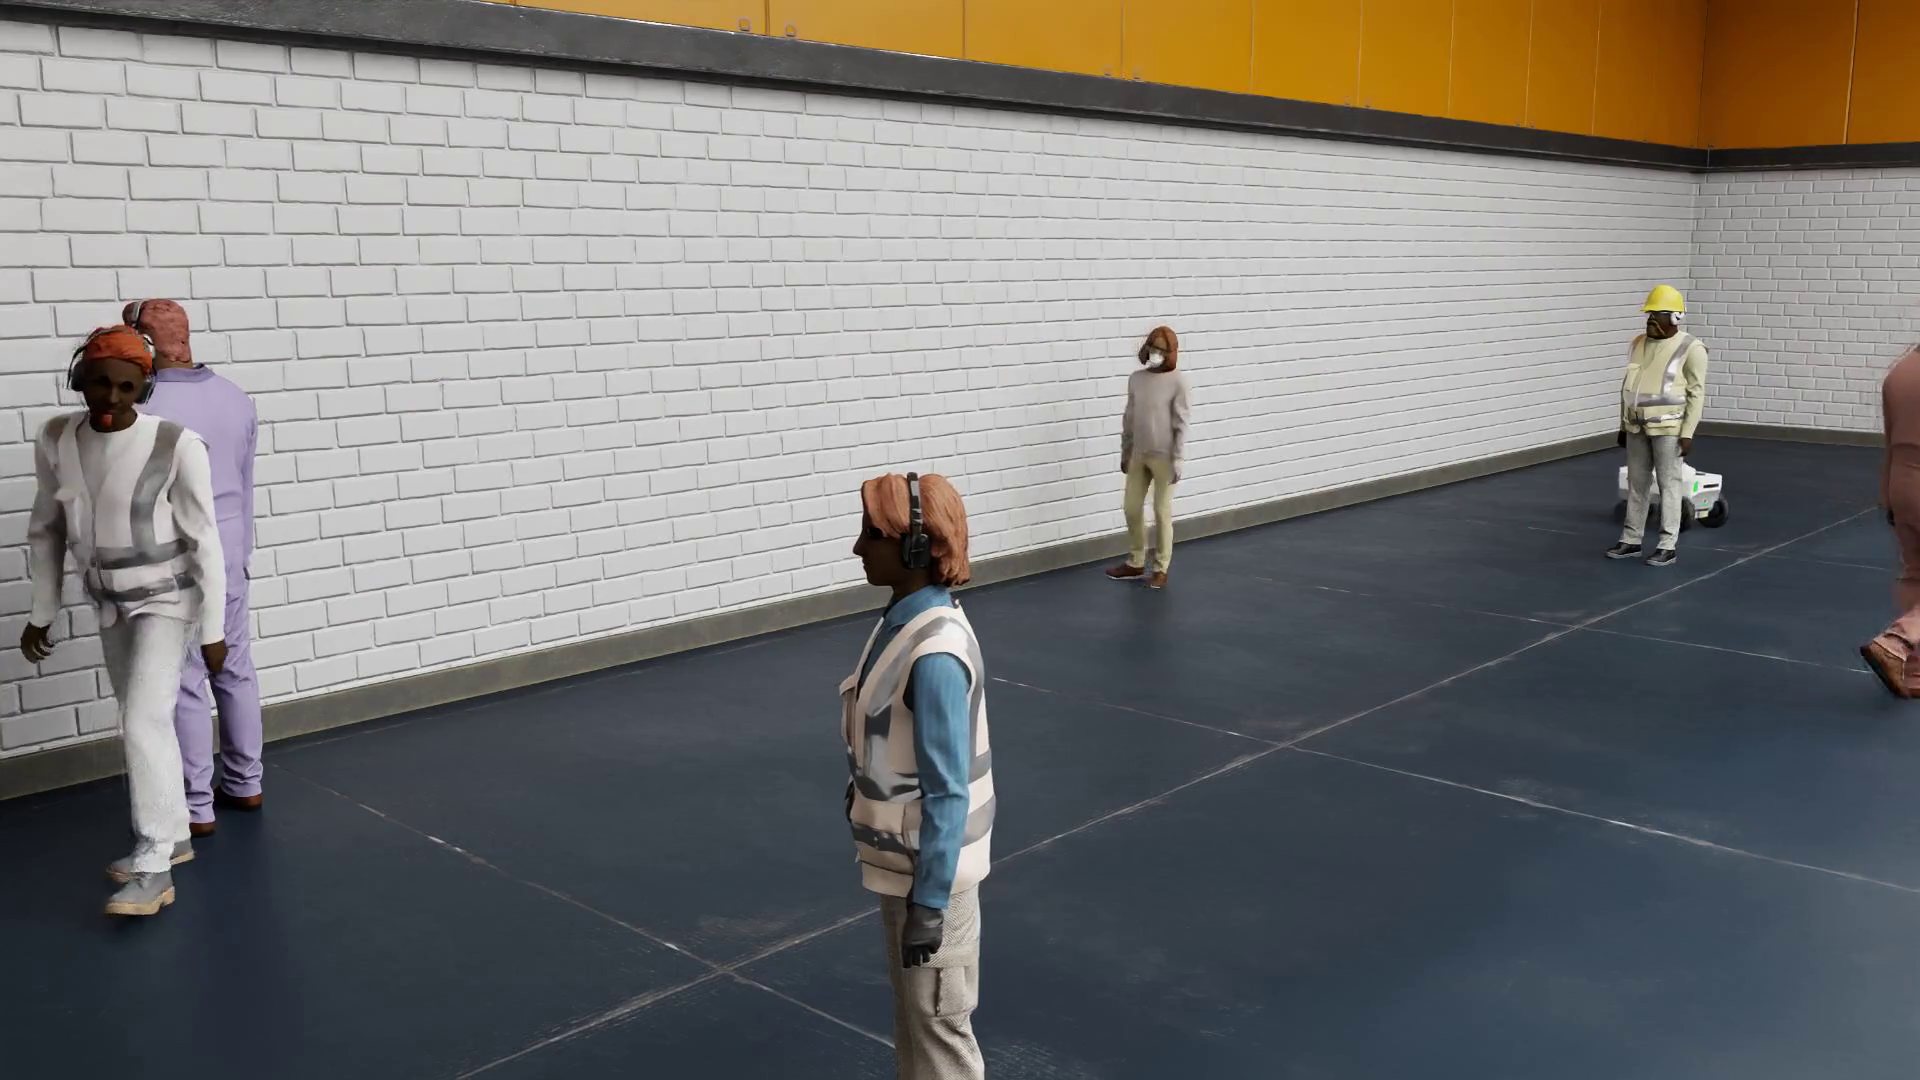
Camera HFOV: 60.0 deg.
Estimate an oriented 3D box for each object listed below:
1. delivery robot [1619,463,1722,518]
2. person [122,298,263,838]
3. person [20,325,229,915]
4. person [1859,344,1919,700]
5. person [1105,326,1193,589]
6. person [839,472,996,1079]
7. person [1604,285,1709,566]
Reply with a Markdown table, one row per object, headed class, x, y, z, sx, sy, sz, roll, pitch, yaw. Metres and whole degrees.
| class | x | y | z | sx | sy | sz | roll | pitch | yaw |
| --- | --- | --- | --- | --- | --- | --- | --- | --- | --- |
| delivery robot | 5.288 | -0.416 | 12.409 | 0.477 | 0.478 | 0.707 | -6 | 12 | -30 |
| person | -2.765 | 0.103 | 5.895 | 0.408 | 1.903 | 0.638 | 3 | 10 | 14 |
| person | -2.638 | 0.251 | 5.245 | 0.654 | 1.844 | 0.621 | 4 | 11 | 19 |
| person | 4.395 | -0.180 | 7.505 | 0.513 | 1.895 | 0.663 | -1 | 10 | -3 |
| person | 1.184 | -0.499 | 10.153 | 0.306 | 1.611 | 0.560 | -9 | 14 | -42 |
| person | -0.083 | 0.672 | 3.395 | 0.308 | 1.641 | 0.516 | -2 | 10 | -11 |
| person | 4.573 | -0.751 | 10.945 | 0.403 | 1.835 | 0.586 | -5 | 11 | -28 |
